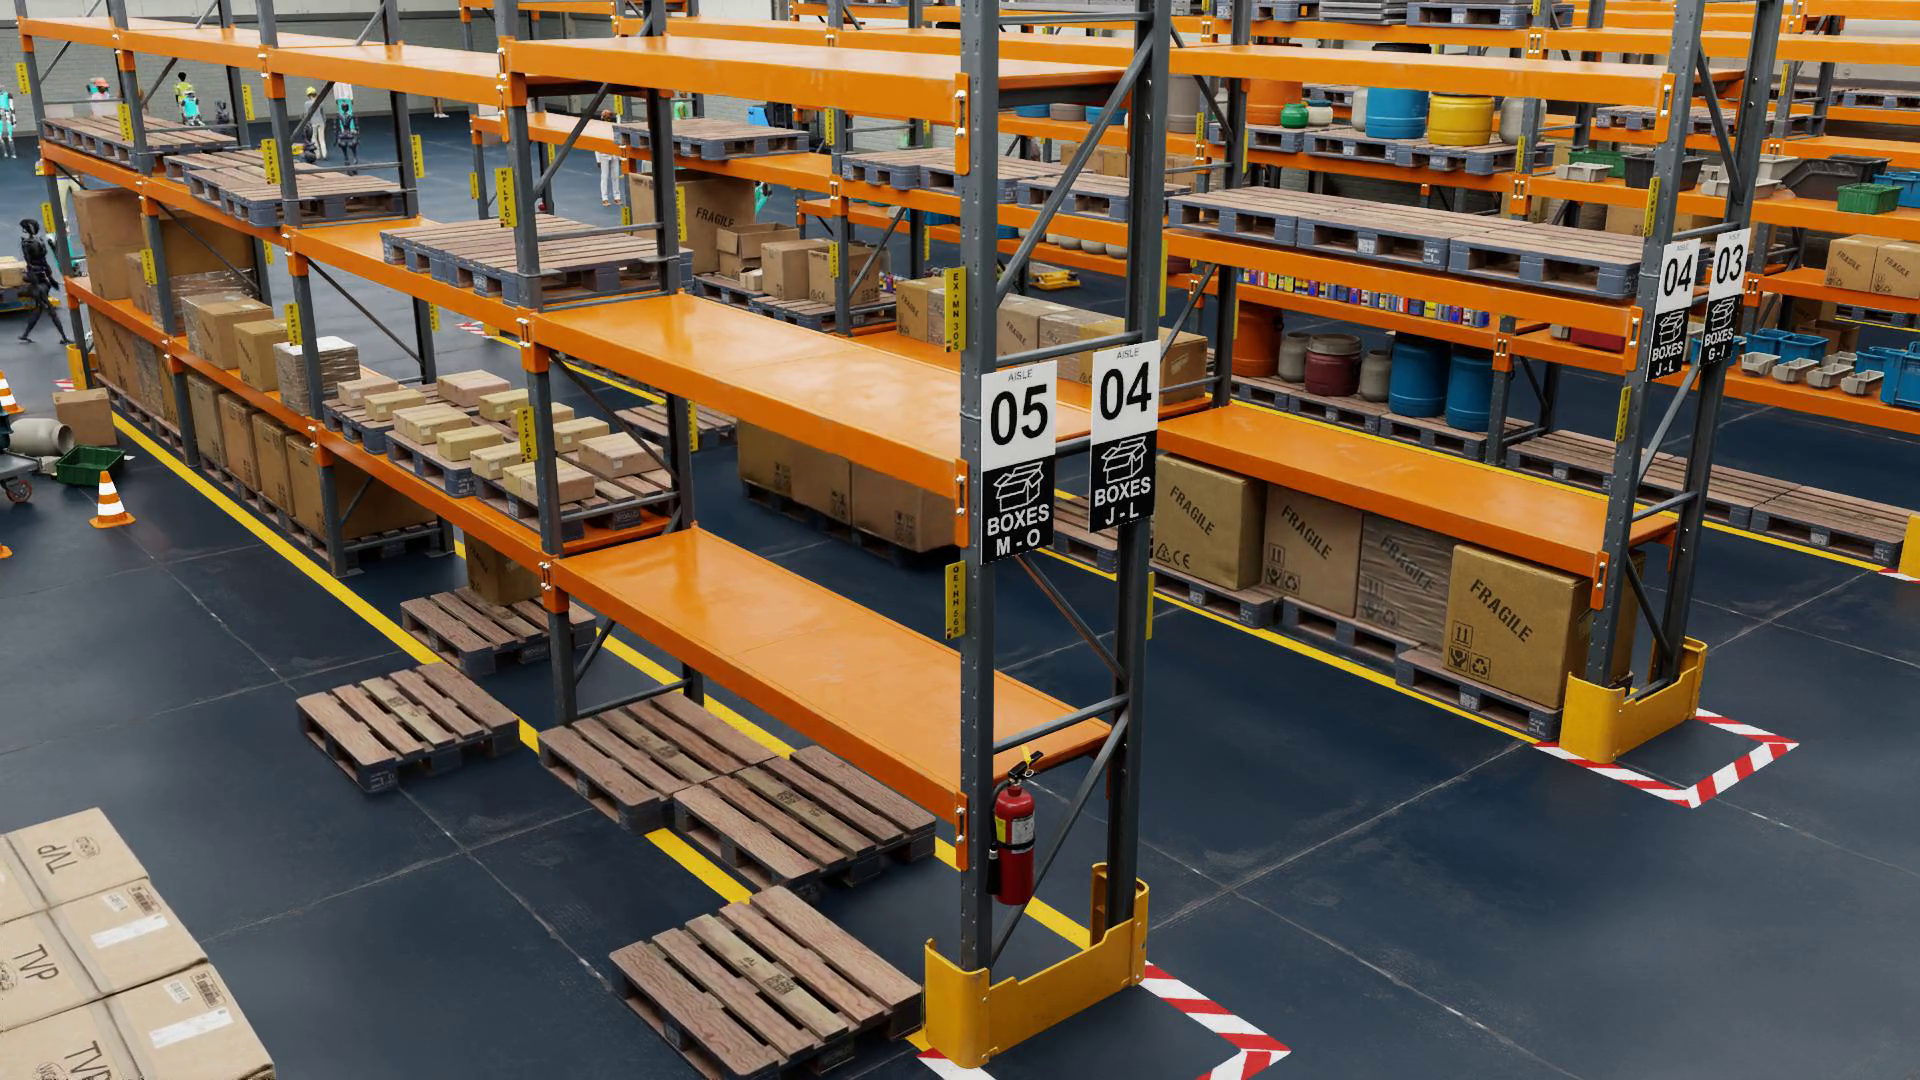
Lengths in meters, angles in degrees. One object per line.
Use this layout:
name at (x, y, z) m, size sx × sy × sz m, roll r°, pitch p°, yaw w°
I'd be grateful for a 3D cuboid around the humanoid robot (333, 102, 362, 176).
humanoid robot at (-13.883, -9.068, 37.633) m, size 0.610 × 1.645 × 0.402 m, roll -3°, pitch 20°, yaw -10°

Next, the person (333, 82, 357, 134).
person at (-17.287, -12.371, 46.662) m, size 0.500 × 1.915 × 0.363 m, roll -1°, pitch 19°, yaw -4°

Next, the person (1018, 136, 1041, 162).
person at (1.268, -6.648, 30.612) m, size 0.541 × 1.756 × 0.415 m, roll -11°, pitch 22°, yaw -29°

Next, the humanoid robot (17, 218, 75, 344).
humanoid robot at (-11.831, -3.317, 21.342) m, size 0.795 × 1.633 × 0.590 m, roll -2°, pitch 20°, yaw -7°

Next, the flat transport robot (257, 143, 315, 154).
flat transport robot at (-17.044, -9.920, 42.168) m, size 1.431 × 0.231 × 0.659 m, roll 8°, pitch 21°, yaw 22°

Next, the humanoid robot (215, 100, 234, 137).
humanoid robot at (-17.049, -9.354, 38.508) m, size 0.783 × 1.627 × 0.583 m, roll 2°, pitch 19°, yaw 6°

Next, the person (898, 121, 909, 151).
person at (-0.996, -7.488, 33.072) m, size 0.346 × 1.701 × 0.578 m, roll -15°, pitch 24°, yaw -35°

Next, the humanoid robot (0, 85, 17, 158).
humanoid robot at (-23.600, -10.290, 40.990) m, size 0.551 × 1.744 × 0.838 m, roll -5°, pitch 20°, yaw -14°

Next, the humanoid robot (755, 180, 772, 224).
humanoid robot at (-3.604, -6.095, 29.063) m, size 0.783 × 1.774 × 0.532 m, roll -15°, pitch 24°, yaw -36°

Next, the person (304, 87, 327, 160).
person at (-15.724, -10.149, 40.582) m, size 0.471 × 1.757 × 0.547 m, roll 14°, pitch 24°, yaw 34°

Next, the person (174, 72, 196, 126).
person at (-21.731, -12.269, 46.697) m, size 0.538 × 1.695 × 0.318 m, roll -11°, pitch 22°, yaw -29°

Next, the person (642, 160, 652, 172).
person at (-5.217, -5.938, 28.308) m, size 0.372 × 1.954 × 0.602 m, roll -2°, pitch 19°, yaw -6°

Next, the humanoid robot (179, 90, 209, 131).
humanoid robot at (-18.000, -9.783, 39.604) m, size 0.953 × 1.771 × 0.539 m, roll 7°, pitch 21°, yaw 19°

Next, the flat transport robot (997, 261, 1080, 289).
flat transport robot at (1.143, -4.061, 25.493) m, size 0.659 × 0.231 × 1.431 m, roll -13°, pitch 23°, yaw -33°

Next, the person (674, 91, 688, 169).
person at (-6.381, -9.414, 38.155) m, size 0.409 × 1.978 × 0.485 m, roll -6°, pitch 20°, yaw -16°

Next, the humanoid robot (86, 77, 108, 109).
humanoid robot at (-22.746, -11.451, 44.319) m, size 0.544 × 1.742 × 0.971 m, roll 0°, pitch 19°, yaw 1°

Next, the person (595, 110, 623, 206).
person at (-7.017, -7.637, 33.259) m, size 0.564 × 1.877 × 0.351 m, roll -14°, pitch 24°, yaw -34°

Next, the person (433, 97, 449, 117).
person at (-16.209, -14.057, 51.518) m, size 0.499 × 1.879 × 0.400 m, roll 17°, pitch 25°, yaw 39°

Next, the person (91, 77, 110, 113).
person at (-20.466, -10.078, 39.977) m, size 0.592 × 2.020 × 0.608 m, roll 0°, pitch 19°, yaw -1°

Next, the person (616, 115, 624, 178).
person at (-7.564, -9.126, 37.471) m, size 0.374 × 1.889 × 0.576 m, roll 4°, pitch 20°, yaw 13°

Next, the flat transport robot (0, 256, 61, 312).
flat transport robot at (-13.534, -3.316, 23.375) m, size 0.659 × 0.231 × 1.431 m, roll 16°, pitch 25°, yaw 38°

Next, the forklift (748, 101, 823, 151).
forklift at (-4.526, -11.368, 42.374) m, size 1.129 × 2.768 × 1.873 m, roll -15°, pitch 24°, yaw -37°

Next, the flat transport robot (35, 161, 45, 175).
flat transport robot at (-20.947, -8.583, 38.365) m, size 0.659 × 0.231 × 1.431 m, roll -10°, pitch 21°, yaw -25°

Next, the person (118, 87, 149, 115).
person at (-22.186, -11.624, 44.671) m, size 0.640 × 1.813 × 0.730 m, roll 16°, pitch 25°, yaw 39°

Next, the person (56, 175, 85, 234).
person at (-16.070, -6.476, 29.922) m, size 0.546 × 1.891 × 0.387 m, roll -13°, pitch 23°, yaw -32°

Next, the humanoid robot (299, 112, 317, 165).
humanoid robot at (-13.788, -8.277, 35.404) m, size 0.660 × 1.638 × 0.600 m, roll -3°, pitch 20°, yaw -8°

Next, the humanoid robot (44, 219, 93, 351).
humanoid robot at (-10.755, -3.153, 20.738) m, size 0.994 × 1.737 × 0.547 m, roll -6°, pitch 20°, yaw -17°
